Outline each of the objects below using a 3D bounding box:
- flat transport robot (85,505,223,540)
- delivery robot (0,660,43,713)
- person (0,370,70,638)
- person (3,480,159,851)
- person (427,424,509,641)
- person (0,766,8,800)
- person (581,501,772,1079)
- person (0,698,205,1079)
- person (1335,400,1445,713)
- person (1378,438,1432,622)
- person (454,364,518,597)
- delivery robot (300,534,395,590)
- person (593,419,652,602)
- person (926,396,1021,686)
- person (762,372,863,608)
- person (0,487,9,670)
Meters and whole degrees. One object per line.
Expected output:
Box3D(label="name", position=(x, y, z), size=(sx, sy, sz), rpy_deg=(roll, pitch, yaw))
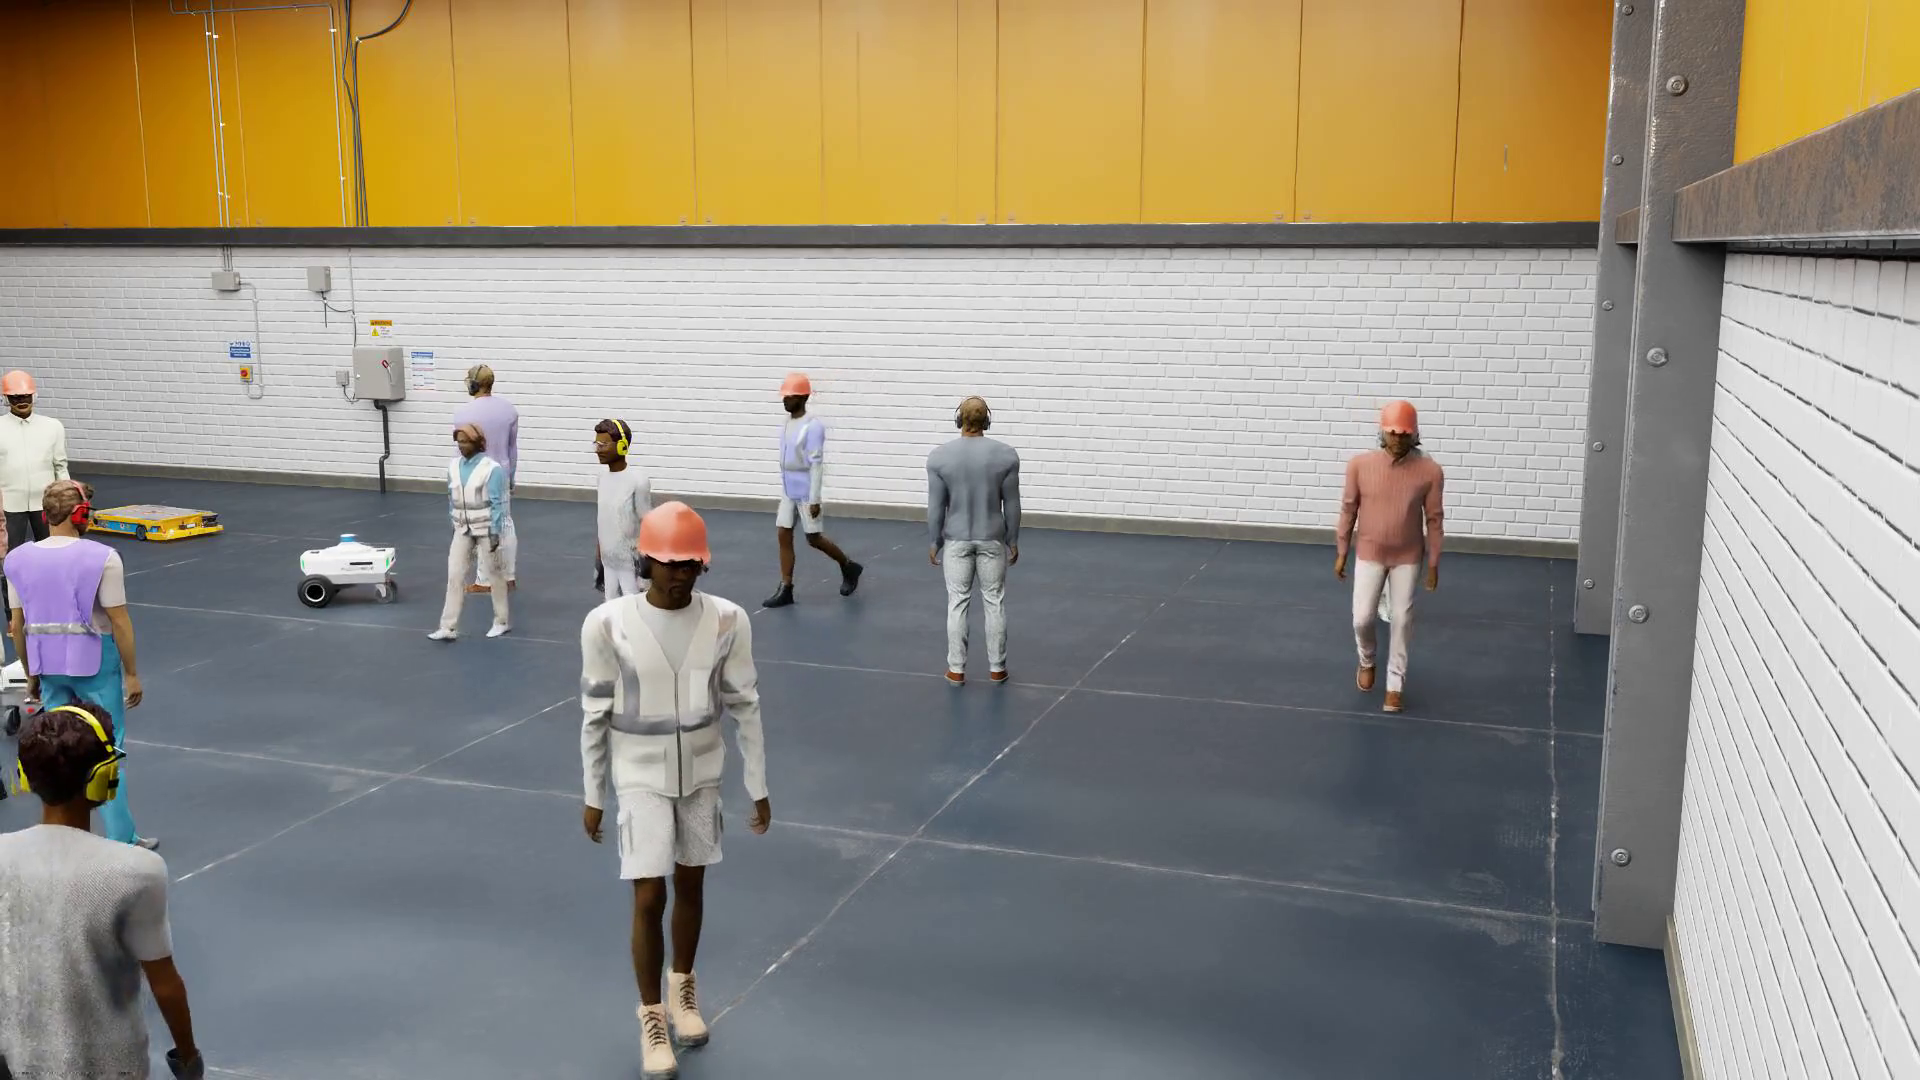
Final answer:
Box3D(label="flat transport robot", position=(-8.240, -0.191, 16.875), size=(1.431, 0.197, 0.652), rpy_deg=(5, 11, 28))
Box3D(label="delivery robot", position=(-5.569, 0.804, 10.212), size=(0.477, 0.478, 0.707), rpy_deg=(-1, 10, -3))
Box3D(label="person", position=(-7.011, -0.279, 12.515), size=(0.611, 1.996, 0.378), rpy_deg=(-9, 13, -41))
Box3D(label="person", position=(-4.149, 0.635, 7.816), size=(0.563, 1.837, 0.389), rpy_deg=(1, 10, 3))
Box3D(label="person", position=(-3.618, -0.034, 12.228), size=(0.537, 1.611, 0.721), rpy_deg=(4, 11, 22))
Box3D(label="person", position=(-5.255, 0.437, 8.645), size=(0.543, 1.939, 0.360), rpy_deg=(8, 13, 38))
Box3D(label="person", position=(-0.987, 0.874, 5.917), size=(0.644, 2.032, 0.606), rpy_deg=(-5, 11, -24))
Box3D(label="person", position=(-2.116, 1.295, 4.062), size=(0.545, 1.851, 0.438), rpy_deg=(1, 10, 4))
Box3D(label="person", position=(2.691, 0.099, 10.425), size=(0.660, 1.976, 0.536), rpy_deg=(3, 10, 15))
Box3D(label="person", position=(3.318, -0.149, 12.609), size=(0.488, 1.703, 0.862), rpy_deg=(-2, 10, -9))
Box3D(label="person", position=(-3.959, -0.498, 13.912), size=(0.367, 1.940, 0.634), rpy_deg=(6, 12, 30))
Box3D(label="delivery robot", position=(-5.009, 0.196, 13.634), size=(0.707, 0.478, 0.477), rpy_deg=(-2, 10, -11))
Box3D(label="person", position=(-2.097, 0.174, 10.325), size=(0.530, 1.869, 0.311), rpy_deg=(9, 13, 41))
Box3D(label="person", position=(0.092, 0.013, 11.035), size=(0.627, 1.941, 0.370), rpy_deg=(0, 10, -2))
Box3D(label="person", position=(-1.213, -0.420, 13.553), size=(0.851, 1.918, 0.542), rpy_deg=(-8, 13, -38))
Box3D(label="person", position=(-6.643, 0.150, 11.118), size=(0.515, 1.636, 0.314), rpy_deg=(-5, 11, -25))
